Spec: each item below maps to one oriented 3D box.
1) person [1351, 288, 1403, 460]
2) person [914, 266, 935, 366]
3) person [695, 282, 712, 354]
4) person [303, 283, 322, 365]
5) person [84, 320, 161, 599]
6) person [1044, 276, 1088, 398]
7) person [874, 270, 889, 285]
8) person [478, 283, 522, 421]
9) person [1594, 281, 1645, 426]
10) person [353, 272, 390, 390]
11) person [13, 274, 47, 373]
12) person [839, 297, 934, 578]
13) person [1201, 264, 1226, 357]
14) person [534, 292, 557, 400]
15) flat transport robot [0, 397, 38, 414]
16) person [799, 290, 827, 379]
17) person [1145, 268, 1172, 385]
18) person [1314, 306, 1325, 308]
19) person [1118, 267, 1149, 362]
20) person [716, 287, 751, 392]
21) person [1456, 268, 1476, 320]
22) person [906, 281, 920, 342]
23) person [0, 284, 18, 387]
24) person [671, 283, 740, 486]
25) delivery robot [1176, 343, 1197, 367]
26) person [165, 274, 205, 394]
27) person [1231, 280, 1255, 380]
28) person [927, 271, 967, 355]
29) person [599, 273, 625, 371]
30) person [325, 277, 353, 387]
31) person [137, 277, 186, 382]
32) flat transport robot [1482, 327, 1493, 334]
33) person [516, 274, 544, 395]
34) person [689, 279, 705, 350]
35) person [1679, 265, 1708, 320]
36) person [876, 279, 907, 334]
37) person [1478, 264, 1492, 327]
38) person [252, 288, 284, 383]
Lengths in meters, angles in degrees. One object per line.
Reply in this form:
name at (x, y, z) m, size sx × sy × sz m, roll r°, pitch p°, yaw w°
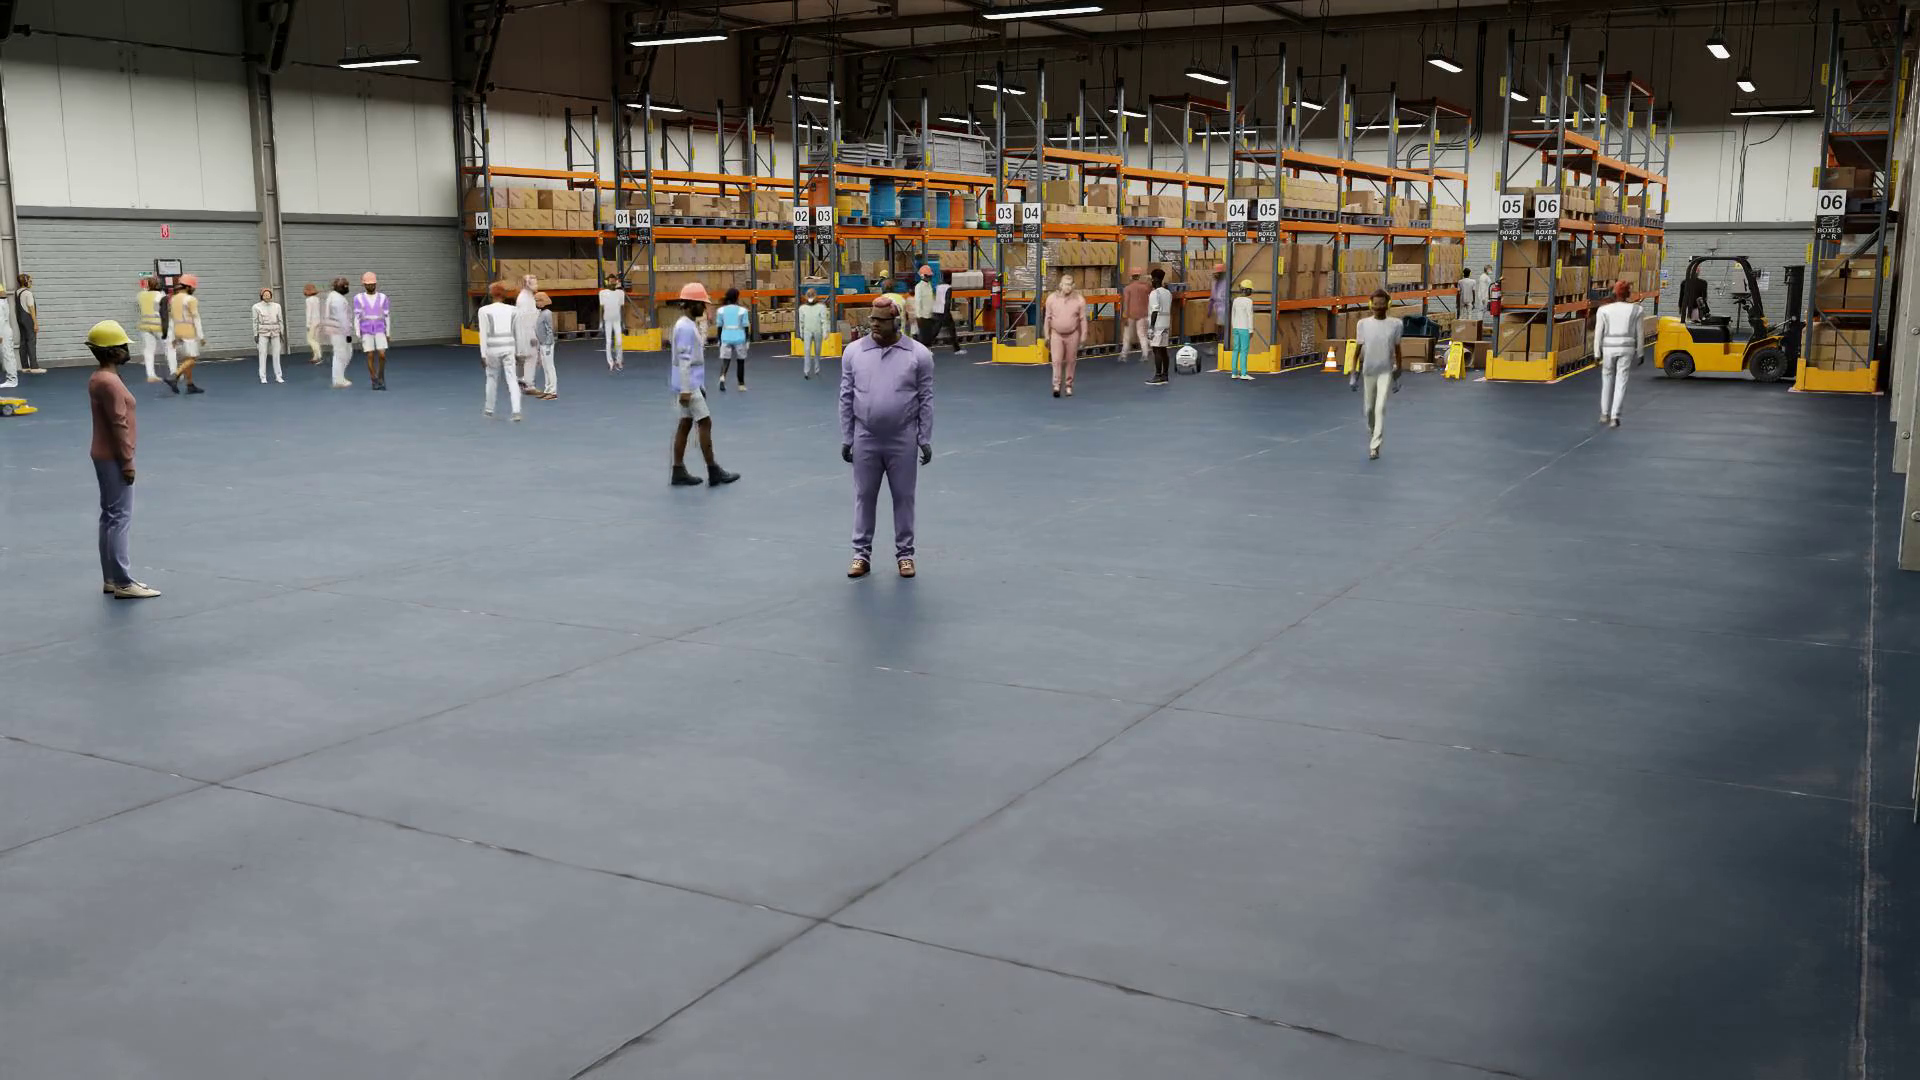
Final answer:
person at (4.546, -1.822, 18.134) m, size 0.525 × 1.836 × 0.888 m, roll 4°, pitch 10°, yaw 20°
person at (-0.675, -4.438, 33.052) m, size 0.524 × 1.988 × 0.653 m, roll 4°, pitch 11°, yaw 23°
person at (-5.613, -4.738, 35.801) m, size 0.525 × 1.620 × 0.538 m, roll 1°, pitch 10°, yaw 7°
person at (-13.041, -4.342, 33.474) m, size 0.325 × 1.637 × 0.510 m, roll 1°, pitch 10°, yaw 4°
person at (-5.369, -0.508, 10.611) m, size 0.304 × 1.772 × 0.529 m, roll -8°, pitch 12°, yaw -38°
person at (1.638, -3.125, 25.670) m, size 0.669 × 1.852 × 0.979 m, roll 0°, pitch 10°, yaw 2°
person at (-1.878, -5.772, 41.253) m, size 0.601 × 1.827 × 0.404 m, roll 5°, pitch 11°, yaw 28°
person at (-6.087, -2.491, 22.057) m, size 0.602 × 1.831 × 0.999 m, roll -7°, pitch 12°, yaw -35°
person at (8.535, -2.413, 21.527) m, size 0.601 × 1.838 × 0.939 m, roll 4°, pitch 11°, yaw 24°
person at (-9.510, -3.369, 26.922) m, size 0.560 × 1.911 × 0.657 m, roll -4°, pitch 11°, yaw -23°
person at (-17.345, -4.019, 30.943) m, size 0.505 × 1.846 × 0.346 m, roll 5°, pitch 11°, yaw 26°
person at (-0.503, -0.688, 11.275) m, size 0.641 × 1.904 × 0.401 m, roll 1°, pitch 10°, yaw 4°
person at (5.567, -4.961, 36.021) m, size 0.997 × 1.991 × 0.626 m, roll -5°, pitch 11°, yaw -27°
person at (-6.306, -2.945, 25.274) m, size 0.282 × 1.633 × 0.498 m, roll -5°, pitch 11°, yaw -27°
flat transport robot at (-13.370, -1.788, 22.482) m, size 0.652 × 0.197 × 1.431 m, roll 7°, pitch 12°, yaw 35°
person at (-2.612, -3.651, 29.566) m, size 0.507 × 1.582 × 0.855 m, roll 0°, pitch 10°, yaw -2°
person at (3.368, -3.615, 28.221) m, size 0.365 × 1.964 × 0.610 m, roll 7°, pitch 12°, yaw 35°
person at (10.285, -6.982, 47.745) m, size 0.417 × 2.028 × 0.651 m, roll 5°, pitch 11°, yaw 25°
person at (3.627, -4.636, 34.259) m, size 0.630 × 1.956 × 0.935 m, roll -5°, pitch 11°, yaw -26°
person at (-3.601, -3.174, 26.457) m, size 0.546 × 1.686 × 0.608 m, roll 2°, pitch 10°, yaw 9°
person at (13.588, -6.372, 44.685) m, size 0.510 × 1.860 × 0.332 m, roll 2°, pitch 10°, yaw 14°
person at (-0.951, -4.358, 33.465) m, size 0.614 × 1.670 × 0.538 m, roll -6°, pitch 11°, yaw -30°
person at (-15.962, -3.414, 27.705) m, size 0.314 × 1.741 × 0.487 m, roll -3°, pitch 10°, yaw -18°
person at (-2.427, -1.467, 15.776) m, size 0.735 × 1.916 × 0.575 m, roll -2°, pitch 10°, yaw -10°
delivery robot at (4.234, -3.433, 31.010) m, size 0.477 × 0.478 × 0.707 m, roll 2°, pitch 10°, yaw 12°
person at (-12.161, -3.204, 25.992) m, size 0.568 × 1.908 × 0.682 m, roll 6°, pitch 11°, yaw 31°
person at (5.001, -3.699, 29.327) m, size 0.337 × 1.759 × 0.525 m, roll -5°, pitch 11°, yaw -27°
person at (-0.372, -5.015, 36.756) m, size 1.030 × 1.865 × 0.600 m, roll -6°, pitch 11°, yaw -30°
person at (-6.594, -4.117, 31.534) m, size 0.534 × 1.845 × 0.749 m, roll -3°, pitch 10°, yaw -18°
person at (-10.287, -3.448, 27.673) m, size 0.488 × 1.823 × 0.643 m, roll -6°, pitch 11°, yaw -30°
person at (-13.922, -3.665, 28.968) m, size 0.631 × 1.814 × 0.791 m, roll 2°, pitch 10°, yaw 14°
flat transport robot at (14.262, -5.728, 45.550) m, size 1.431 × 0.197 × 0.652 m, roll 8°, pitch 12°, yaw 38°
person at (-6.709, -3.212, 26.086) m, size 0.427 × 1.888 × 0.648 m, roll 0°, pitch 10°, yaw 1°
person at (-6.176, -5.224, 38.599) m, size 0.524 × 1.639 × 0.308 m, roll 6°, pitch 11°, yaw 32°
person at (17.499, -5.566, 39.684) m, size 0.612 × 1.954 × 0.883 m, roll 3°, pitch 10°, yaw 18°
person at (-1.131, -3.451, 27.738) m, size 0.636 × 1.812 × 0.900 m, roll -8°, pitch 12°, yaw -38°
person at (15.139, -6.972, 47.980) m, size 0.377 × 1.933 × 0.628 m, roll 4°, pitch 11°, yaw 24°
person at (-11.869, -3.503, 28.547) m, size 0.517 × 1.634 × 0.311 m, roll -9°, pitch 13°, yaw -43°
